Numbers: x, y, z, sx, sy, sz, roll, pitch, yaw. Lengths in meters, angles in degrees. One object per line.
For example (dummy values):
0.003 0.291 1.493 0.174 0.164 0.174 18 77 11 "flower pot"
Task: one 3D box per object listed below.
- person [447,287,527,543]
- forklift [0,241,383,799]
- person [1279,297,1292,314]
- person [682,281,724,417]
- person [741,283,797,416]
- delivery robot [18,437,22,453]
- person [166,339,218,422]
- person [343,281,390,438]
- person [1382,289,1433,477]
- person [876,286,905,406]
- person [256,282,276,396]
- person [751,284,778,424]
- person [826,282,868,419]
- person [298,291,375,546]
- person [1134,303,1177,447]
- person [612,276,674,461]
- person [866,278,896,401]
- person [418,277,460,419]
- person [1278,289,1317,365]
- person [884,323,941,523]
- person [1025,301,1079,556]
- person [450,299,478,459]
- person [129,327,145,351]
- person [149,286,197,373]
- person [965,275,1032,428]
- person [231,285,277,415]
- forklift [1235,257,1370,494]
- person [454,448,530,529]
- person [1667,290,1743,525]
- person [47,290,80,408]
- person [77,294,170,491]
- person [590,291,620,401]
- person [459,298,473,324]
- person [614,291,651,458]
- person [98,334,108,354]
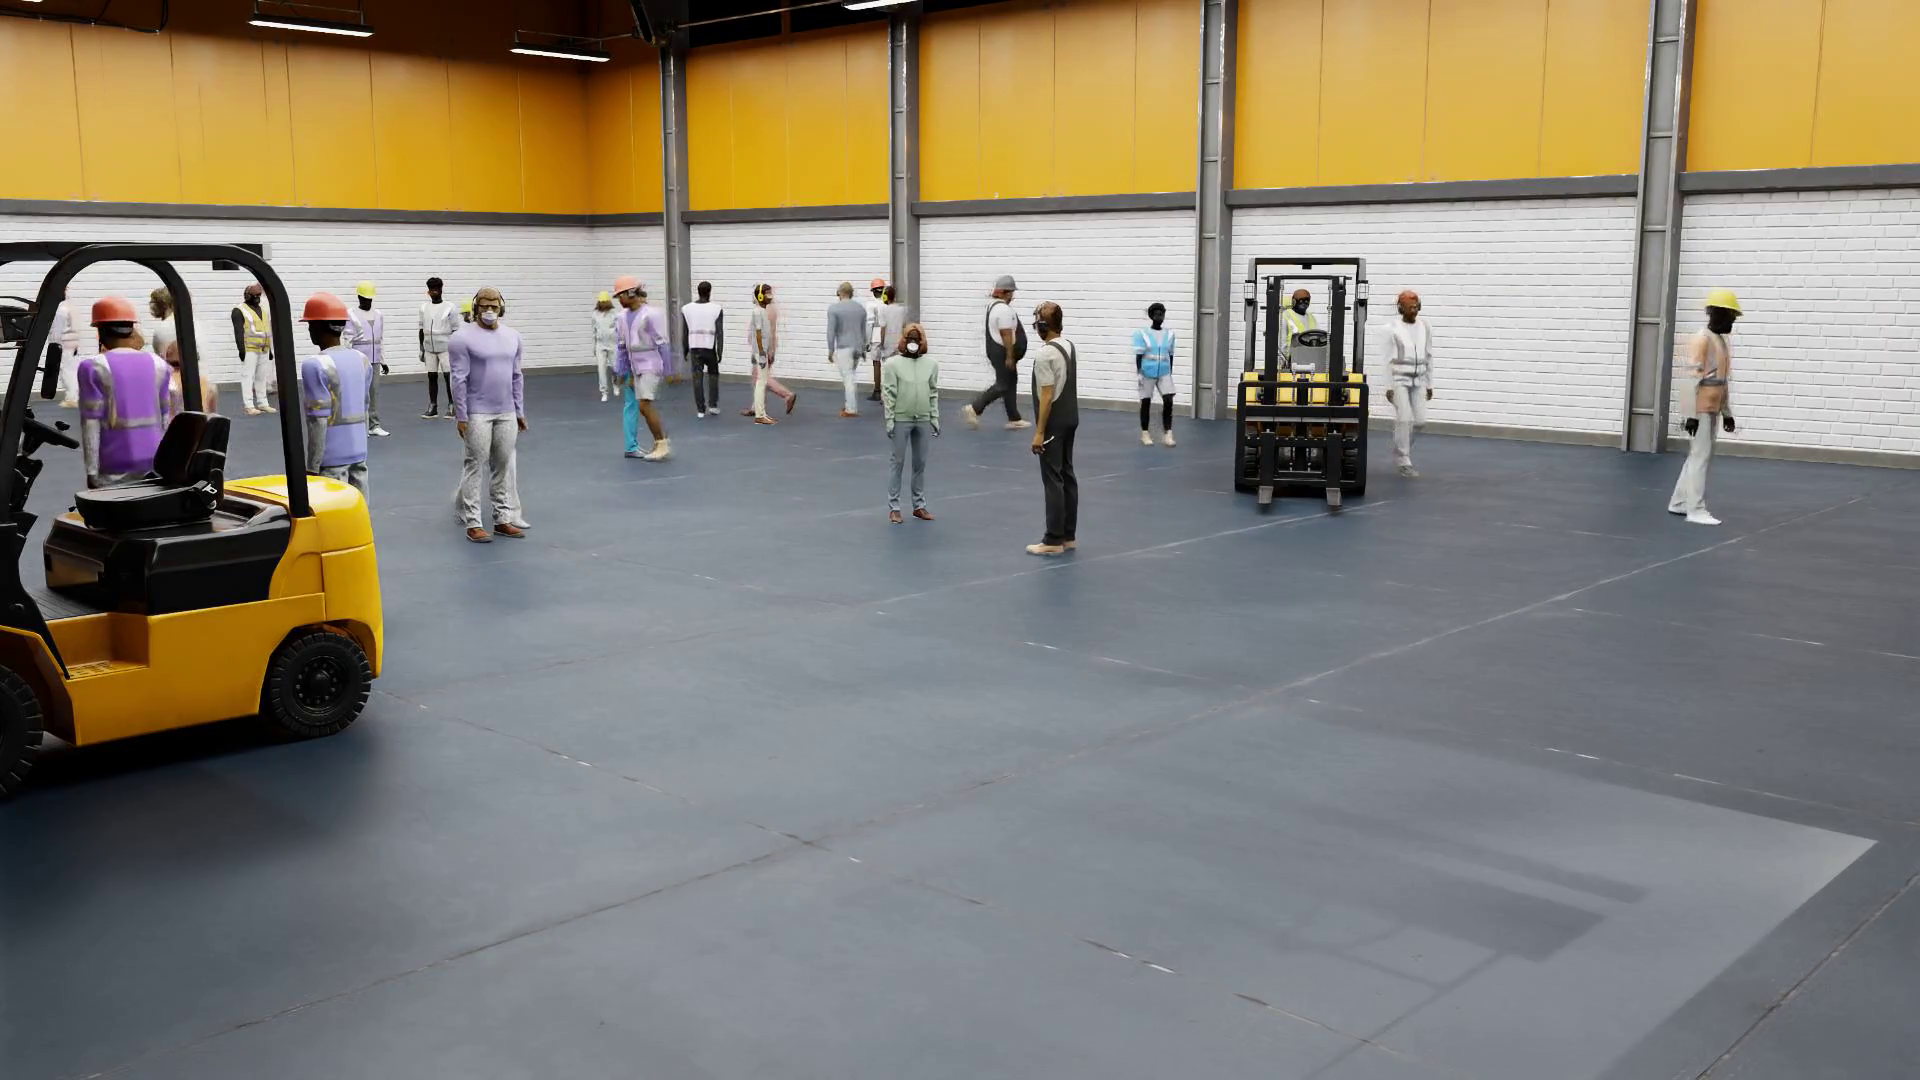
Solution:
-3.582 -0.956 12.697 0.378 1.937 0.629 8 12 40 "person"
-3.706 -0.171 7.093 1.214 2.155 2.313 9 13 43 "forklift"
4.102 -2.213 21.078 0.546 1.714 0.932 -5 10 -26 "person"
-3.616 -2.694 23.469 0.613 1.890 0.743 0 9 0 "person"
-2.696 -2.653 23.272 0.744 1.878 0.643 1 9 5 "person"
-10.177 -1.127 17.681 0.477 0.478 0.707 -5 11 -29 "delivery robot"
-5.223 -0.557 11.239 0.407 1.609 0.596 4 10 25 "person"
-7.304 -2.220 20.500 0.381 1.917 0.585 6 11 31 "person"
4.452 -1.564 16.629 0.588 1.870 0.483 -3 10 -18 "person"
-0.967 -2.886 24.899 0.538 1.829 0.929 -6 11 -33 "person"
-11.376 -3.309 27.270 0.665 1.918 0.421 5 10 27 "person"
-2.616 -2.481 22.248 0.328 1.872 0.513 0 9 0 "person"
-1.588 -2.649 23.272 0.642 1.883 0.820 -8 13 -42 "person"
-3.715 -0.499 9.885 0.354 1.939 0.545 2 10 14 "person"
2.291 -1.906 19.329 0.542 1.673 0.712 -2 10 -13 "person"
-3.392 -1.823 17.813 0.617 1.994 0.624 -9 13 -43 "person"
-1.260 -3.151 26.169 0.542 1.931 0.366 -7 11 -35 "person"
-7.218 -2.654 23.017 0.603 1.964 0.367 2 9 10 "person"
3.966 -2.024 19.548 0.619 1.839 0.430 -7 11 -35 "person"
-0.392 -0.959 13.638 0.499 1.632 0.285 -5 10 -28 "person"
0.673 -0.799 12.032 0.350 1.838 0.506 6 11 31 "person"
-4.246 -1.261 14.875 0.590 1.836 0.404 -5 10 -26 "person"
-7.008 -1.033 14.154 0.511 1.617 0.662 6 11 32 "person"
-6.944 -1.263 14.620 0.566 1.917 0.664 -1 9 -5 "person"
0.495 -2.441 21.479 0.850 2.000 0.685 -2 9 -10 "person"
-10.068 -2.713 23.770 0.429 1.840 0.624 3 10 20 "person"
3.309 -1.629 16.029 1.214 2.155 2.313 2 9 11 "forklift"
-3.771 -0.899 13.301 0.670 1.617 0.541 8 12 39 "person"
6.097 -1.084 13.667 0.489 1.894 0.662 8 12 41 "person"
-13.398 -2.877 24.801 0.494 1.824 0.659 -2 9 -9 "person"
-4.909 -0.480 9.808 0.414 1.920 0.560 7 12 38 "person"
-5.558 -3.057 26.204 0.485 1.735 0.514 -1 9 -6 "person"
-5.462 -1.904 19.086 0.559 1.738 0.553 4 10 21 "person"
-3.594 -1.820 18.276 0.389 1.841 0.564 -1 9 -4 "person"
-11.830 -2.569 23.309 0.531 1.698 0.320 1 9 8 "person"
